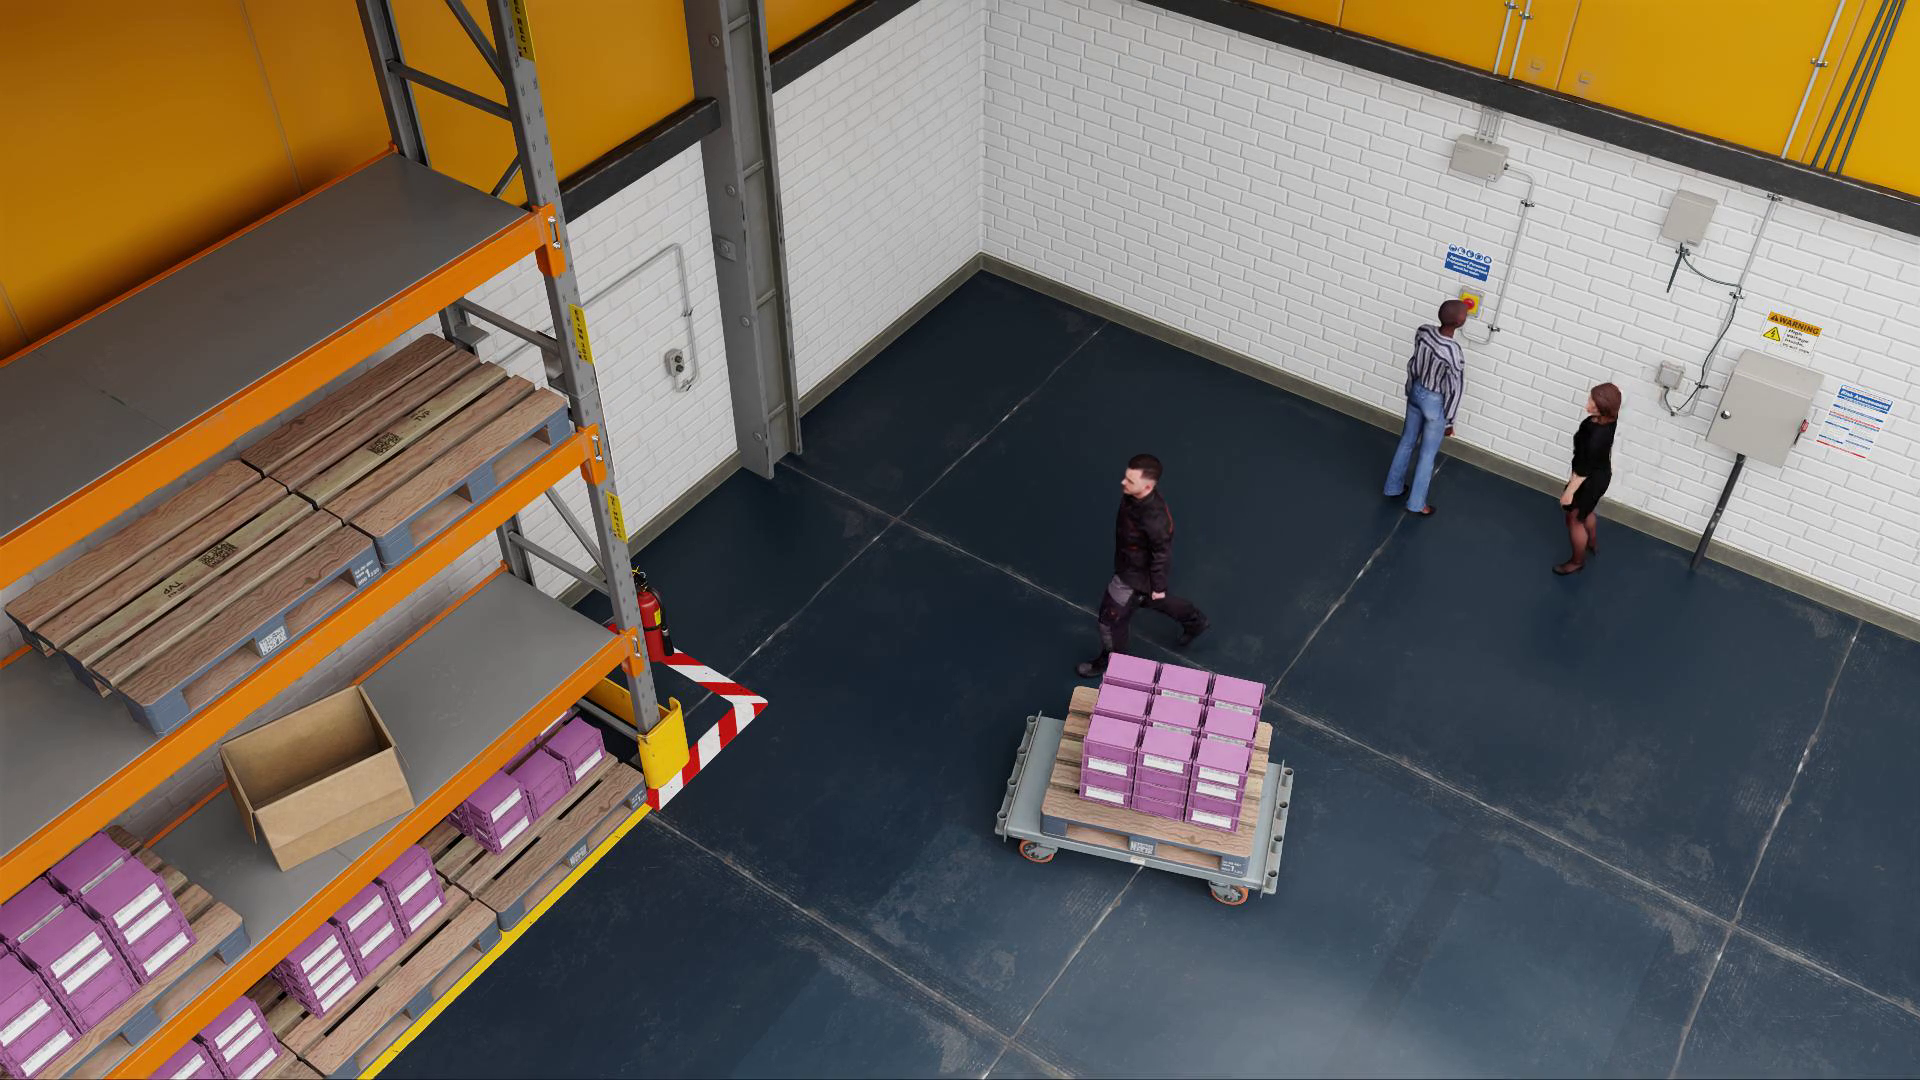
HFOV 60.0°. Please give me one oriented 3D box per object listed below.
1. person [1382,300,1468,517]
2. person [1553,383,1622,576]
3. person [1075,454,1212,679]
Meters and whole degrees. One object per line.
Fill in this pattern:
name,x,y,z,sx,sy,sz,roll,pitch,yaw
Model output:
person,3.265,-0.922,11.580,0.687,1.796,0.697,-20,47,-20
person,4.249,-0.385,11.107,0.777,1.673,0.577,33,53,30
person,1.208,0.146,10.439,1.222,1.824,1.201,-5,44,-5
